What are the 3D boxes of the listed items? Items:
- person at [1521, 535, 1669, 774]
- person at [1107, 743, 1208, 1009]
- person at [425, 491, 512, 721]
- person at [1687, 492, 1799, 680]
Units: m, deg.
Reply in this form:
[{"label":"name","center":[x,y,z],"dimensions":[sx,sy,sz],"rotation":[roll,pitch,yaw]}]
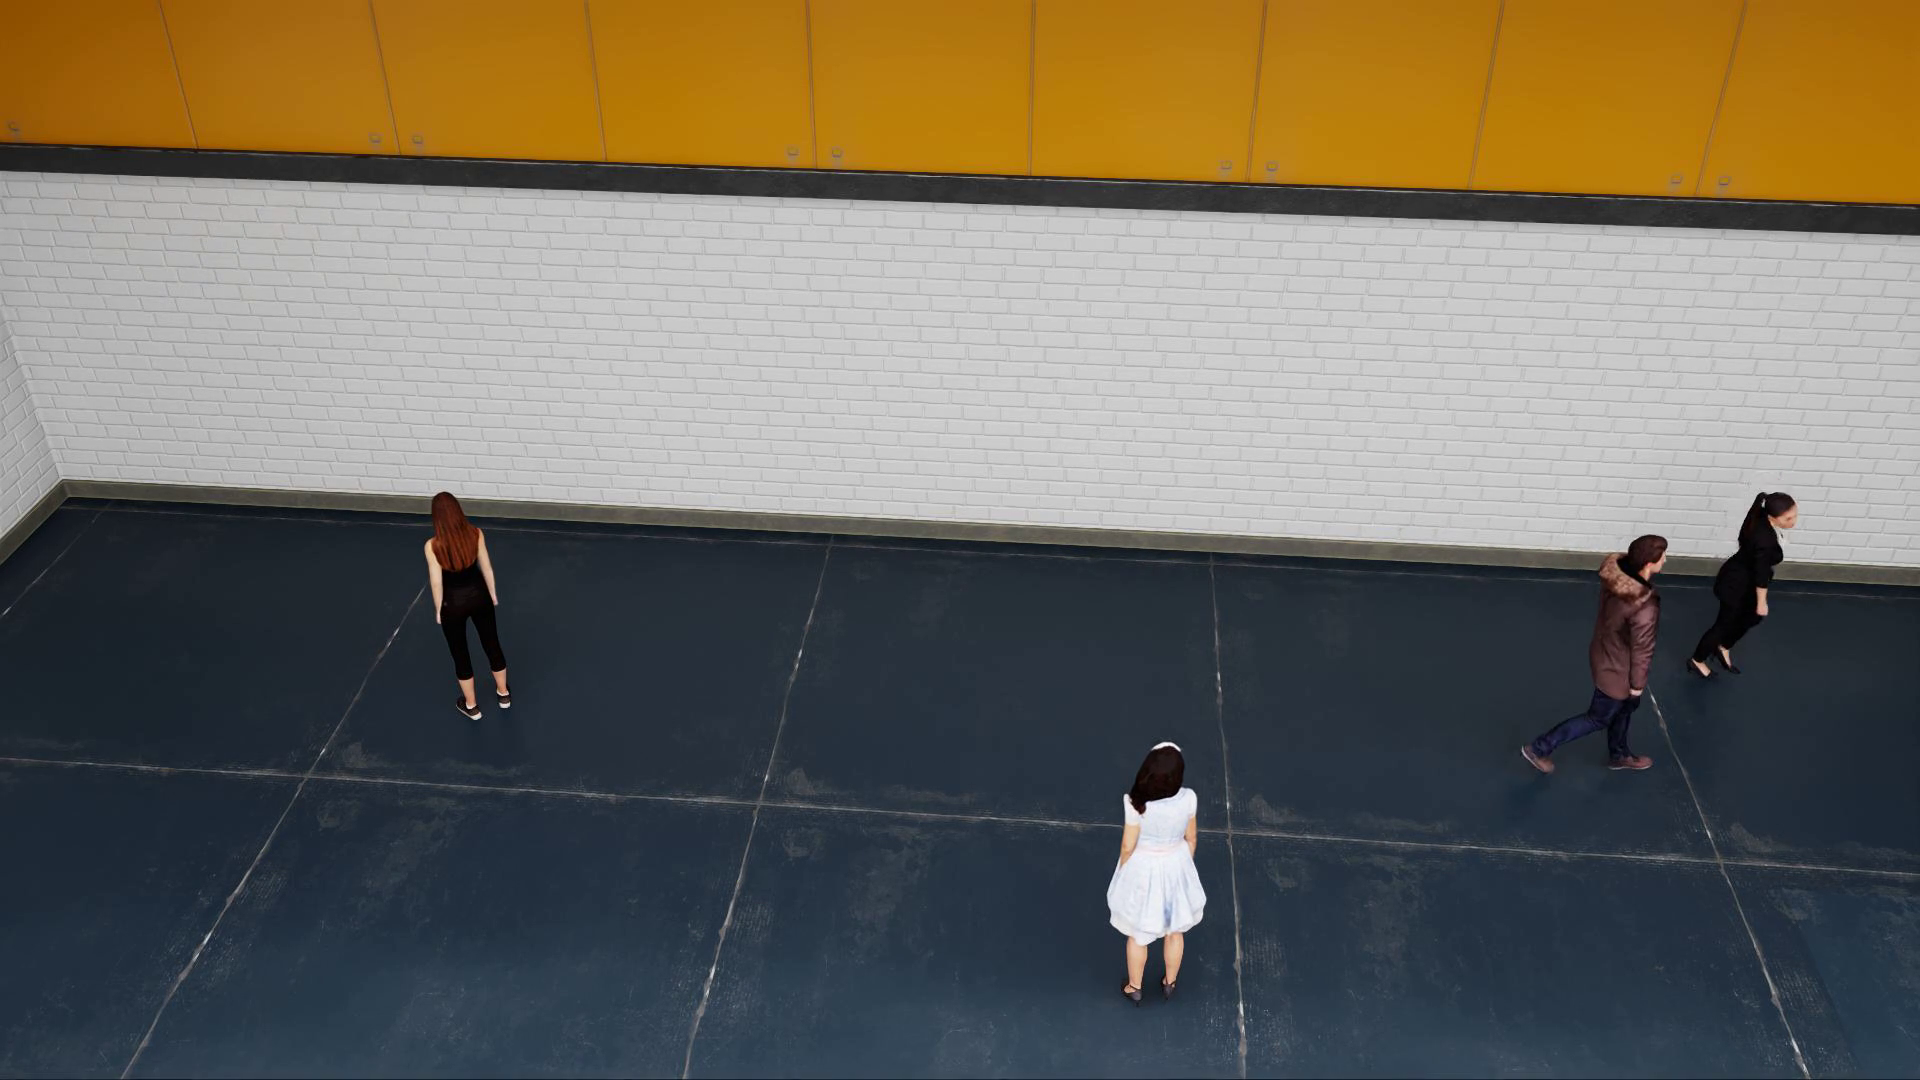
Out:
[{"label":"person","center":[4.051,0.774,10.424],"dimensions":[0.812,1.815,1.047],"rotation":[2,34,3]},{"label":"person","center":[1.050,1.803,8.873],"dimensions":[0.749,1.818,0.774],"rotation":[-3,34,-5]},{"label":"person","center":[-3.280,0.425,11.029],"dimensions":[0.649,1.726,0.687],"rotation":[-20,38,-27]},{"label":"person","center":[5.271,0.301,11.303],"dimensions":[0.827,1.630,0.695],"rotation":[7,34,10]}]
